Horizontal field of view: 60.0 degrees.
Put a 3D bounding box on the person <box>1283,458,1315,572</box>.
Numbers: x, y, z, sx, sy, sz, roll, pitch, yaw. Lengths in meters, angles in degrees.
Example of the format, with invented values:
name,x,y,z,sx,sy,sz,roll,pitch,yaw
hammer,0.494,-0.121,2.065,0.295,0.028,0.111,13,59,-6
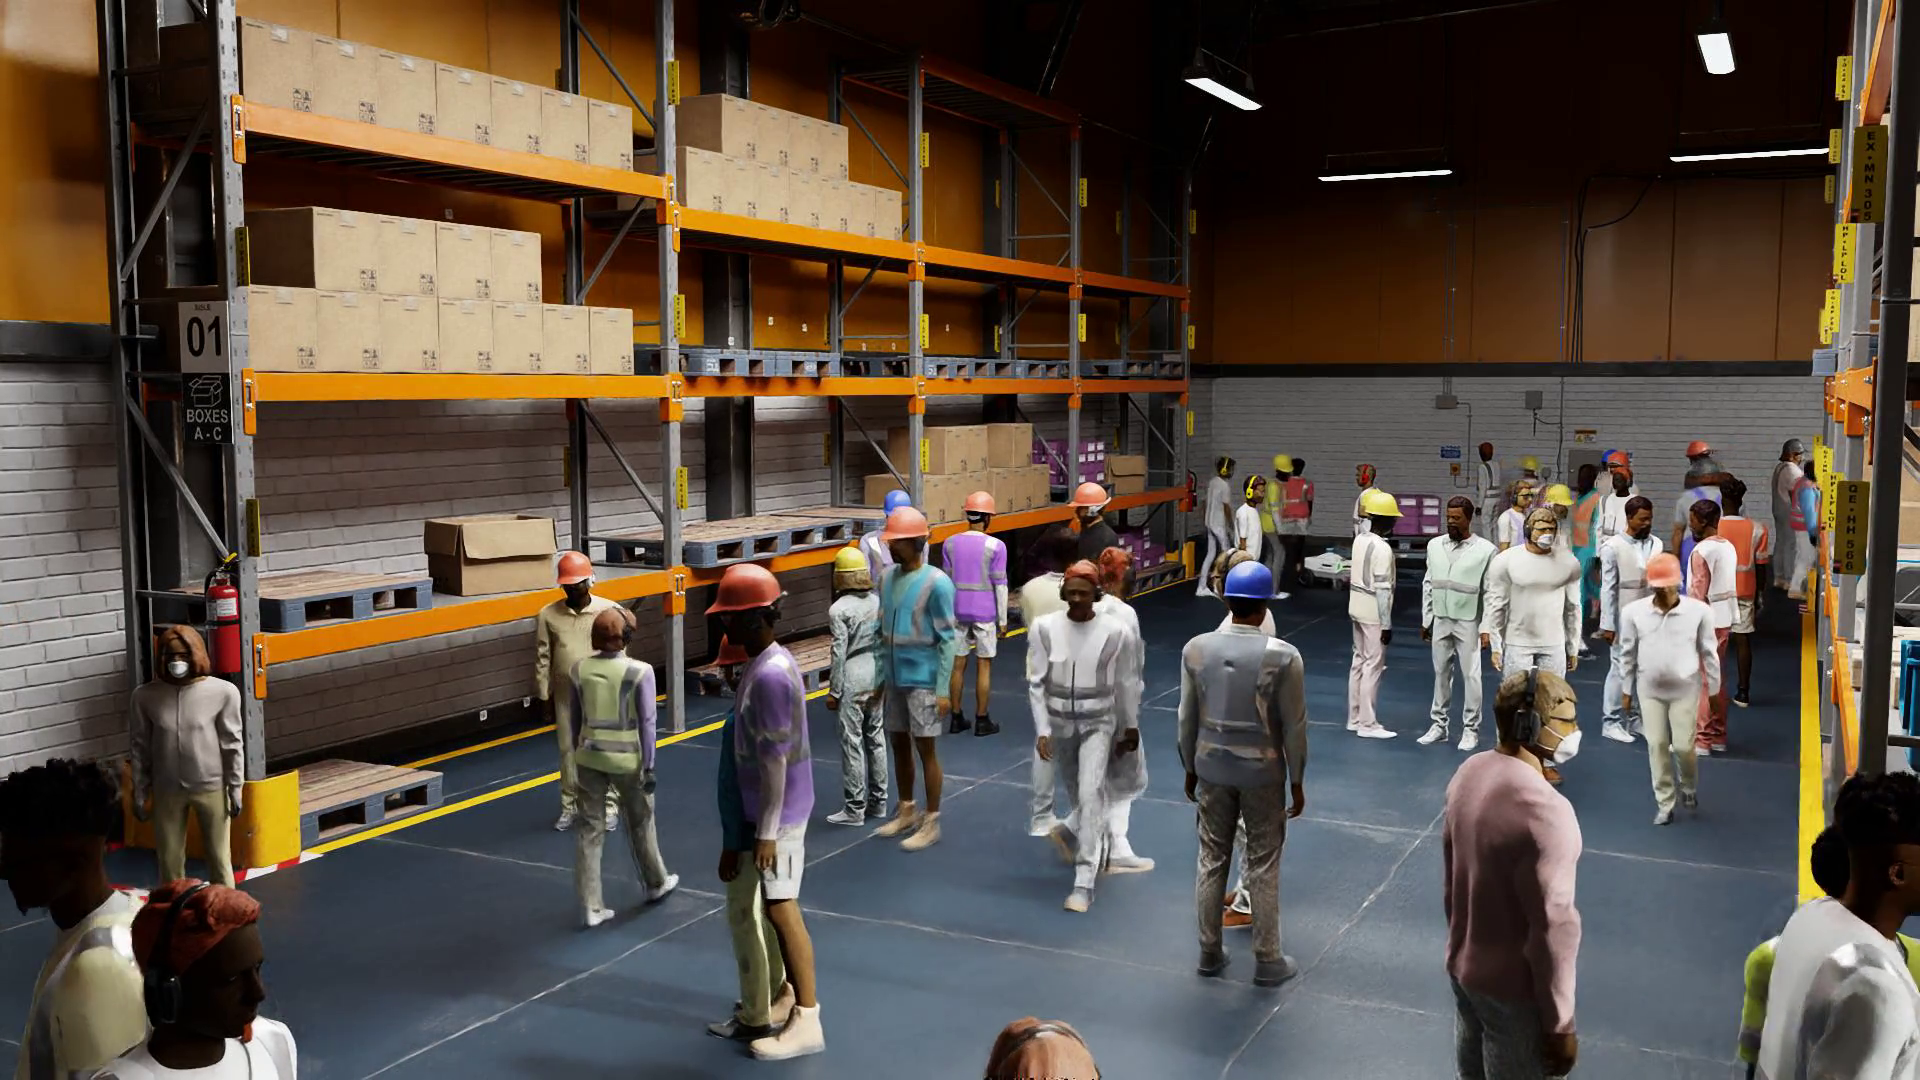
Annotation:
name,x,y,z,sx,sy,sz,roll,pitch,yaw
person,4.928,-0.359,24.435,0.536,1.688,0.421,2,6,21

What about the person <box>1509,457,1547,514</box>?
name,x,y,z,sx,sy,sz,roll,pitch,yaw
person,7.728,-0.233,22.566,0.919,1.783,0.612,-4,7,-38

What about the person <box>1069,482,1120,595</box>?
name,x,y,z,sx,sy,sz,roll,pitch,yaw
person,1.058,0.539,13.135,0.392,1.991,0.612,-2,6,-18

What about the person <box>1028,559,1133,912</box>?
name,x,y,z,sx,sy,sz,roll,pitch,yaw
person,0.676,1.001,9.077,0.552,1.836,1.028,2,6,20

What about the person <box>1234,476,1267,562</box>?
name,x,y,z,sx,sy,sz,roll,pitch,yaw
person,2.920,0.280,16.684,0.344,1.856,0.525,2,6,22

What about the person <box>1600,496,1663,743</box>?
name,x,y,z,sx,sy,sz,roll,pitch,yaw
person,5.192,0.605,12.893,0.603,1.904,0.386,-3,6,-27

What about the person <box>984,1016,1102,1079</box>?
name,x,y,z,sx,sy,sz,roll,pitch,yaw
person,0.150,1.666,2.958,0.522,1.628,0.352,-1,5,-11

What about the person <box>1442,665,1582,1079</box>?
name,x,y,z,sx,sy,sz,roll,pitch,yaw
person,1.634,1.330,4.923,0.379,1.937,0.629,-1,5,-7

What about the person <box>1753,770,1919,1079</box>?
name,x,y,z,sx,sy,sz,roll,pitch,yaw
person,2.006,1.453,3.755,1.013,1.918,0.604,1,5,10

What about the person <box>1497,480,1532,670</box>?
name,x,y,z,sx,sy,sz,roll,pitch,yaw
person,5.365,0.342,16.035,0.335,1.845,0.513,5,7,43

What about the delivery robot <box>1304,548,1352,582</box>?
name,x,y,z,sx,sy,sz,roll,pitch,yaw
delivery robot,4.959,0.351,22.307,0.477,0.478,0.707,-3,6,-31

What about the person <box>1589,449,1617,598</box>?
name,x,y,z,sx,sy,sz,roll,pitch,yaw
person,8.256,-0.185,21.225,0.416,1.939,0.604,-1,5,-11

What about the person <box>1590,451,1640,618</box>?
name,x,y,z,sx,sy,sz,roll,pitch,yaw
person,7.677,-0.048,19.509,0.618,1.986,0.408,5,7,43

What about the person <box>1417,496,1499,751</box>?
name,x,y,z,sx,sy,sz,roll,pitch,yaw
person,3.783,0.623,12.625,0.593,1.920,0.391,5,7,44

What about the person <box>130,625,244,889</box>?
name,x,y,z,sx,sy,sz,roll,pitch,yaw
person,-3.667,1.208,7.911,0.503,1.628,0.287,-1,5,-12

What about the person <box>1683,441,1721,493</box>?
name,x,y,z,sx,sy,sz,roll,pitch,yaw
person,9.779,-0.306,22.105,0.603,2.009,0.770,-4,6,-34

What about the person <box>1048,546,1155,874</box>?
name,x,y,z,sx,sy,sz,roll,pitch,yaw
person,0.805,0.964,9.259,0.561,1.862,0.583,-1,5,-15

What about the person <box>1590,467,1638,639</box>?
name,x,y,z,sx,sy,sz,roll,pitch,yaw
person,7.091,0.154,17.863,0.361,1.883,0.574,-4,7,-39

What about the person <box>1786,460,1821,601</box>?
name,x,y,z,sx,sy,sz,roll,pitch,yaw
person,10.860,-0.125,21.312,0.457,1.811,0.672,2,6,20

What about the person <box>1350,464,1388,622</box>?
name,x,y,z,sx,sy,sz,roll,pitch,yaw
person,4.736,0.042,19.249,0.397,1.847,0.564,3,6,28

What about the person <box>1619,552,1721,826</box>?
name,x,y,z,sx,sy,sz,roll,pitch,yaw
person,4.424,0.927,10.401,0.576,1.721,0.451,3,6,33

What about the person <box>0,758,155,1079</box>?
name,x,y,z,sx,sy,sz,roll,pitch,yaw
person,-1.853,1.433,3.762,0.695,1.940,0.621,-2,6,-24

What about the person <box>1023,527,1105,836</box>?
name,x,y,z,sx,sy,sz,roll,pitch,yaw
person,0.681,0.868,10.129,0.606,1.891,0.591,4,7,36

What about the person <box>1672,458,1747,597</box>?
name,x,y,z,sx,sy,sz,roll,pitch,yaw
person,7.693,0.147,17.099,0.703,2.000,0.540,2,6,19

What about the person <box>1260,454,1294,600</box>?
name,x,y,z,sx,sy,sz,roll,pitch,yaw
person,4.058,-0.167,21.274,0.457,1.889,0.619,1,5,15

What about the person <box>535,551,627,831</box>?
name,x,y,z,sx,sy,sz,roll,pitch,yaw
person,-2.335,0.933,10.253,0.570,1.740,0.361,0,5,0

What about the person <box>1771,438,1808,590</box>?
name,x,y,z,sx,sy,sz,roll,pitch,yaw
person,11.258,-0.350,22.444,0.537,2.000,0.682,0,5,5

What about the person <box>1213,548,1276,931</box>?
name,x,y,z,sx,sy,sz,roll,pitch,yaw
person,1.426,1.004,8.433,0.374,1.936,0.628,2,6,18

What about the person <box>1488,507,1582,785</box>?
name,x,y,z,sx,sy,sz,roll,pitch,yaw
person,3.948,0.732,11.432,0.635,1.932,0.363,0,5,2

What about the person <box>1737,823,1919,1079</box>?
name,x,y,z,sx,sy,sz,roll,pitch,yaw
person,2.188,1.523,4.106,0.536,1.700,0.318,0,5,0

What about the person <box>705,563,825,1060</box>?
name,x,y,z,sx,sy,sz,roll,pitch,yaw
person,-0.816,1.105,6.901,0.451,2.029,0.620,-1,5,-11

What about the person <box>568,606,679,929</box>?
name,x,y,z,sx,sy,sz,roll,pitch,yaw
person,-1.747,1.143,8.624,0.545,1.602,0.782,2,6,17

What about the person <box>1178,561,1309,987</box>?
name,x,y,z,sx,sy,sz,roll,pitch,yaw
person,1.315,1.067,7.699,0.616,1.942,0.408,3,6,31

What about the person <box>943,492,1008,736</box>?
name,x,y,z,sx,sy,sz,roll,pitch,yaw
person,0.134,0.581,13.075,0.550,1.923,0.391,2,6,25

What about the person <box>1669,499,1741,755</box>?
name,x,y,z,sx,sy,sz,roll,pitch,yaw
person,5.592,0.650,12.425,0.412,1.907,0.596,5,7,44

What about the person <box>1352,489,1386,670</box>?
name,x,y,z,sx,sy,sz,roll,pitch,yaw
person,4.000,0.379,16.179,0.297,1.745,0.484,0,5,5

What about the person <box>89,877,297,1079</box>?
name,x,y,z,sx,sy,sz,roll,pitch,yaw
person,-1.386,1.539,3.024,0.351,1.878,0.568,2,6,17

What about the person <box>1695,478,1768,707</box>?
name,x,y,z,sx,sy,sz,roll,pitch,yaw
person,6.561,0.452,14.207,0.613,1.964,0.361,1,5,5

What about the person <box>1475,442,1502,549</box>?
name,x,y,z,sx,sy,sz,roll,pitch,yaw
person,8.079,-0.555,25.473,0.576,1.886,0.362,-5,7,-44

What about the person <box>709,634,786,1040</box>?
name,x,y,z,sx,sy,sz,roll,pitch,yaw
person,-0.894,1.225,7.106,0.354,1.737,0.575,1,6,16

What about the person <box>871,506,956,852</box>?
name,x,y,z,sx,sy,sz,roll,pitch,yaw
person,-0.308,0.816,9.890,0.390,2.042,0.617,-5,7,-44

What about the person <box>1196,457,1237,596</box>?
name,x,y,z,sx,sy,sz,roll,pitch,yaw
person,3.347,-0.158,21.547,0.413,1.839,0.537,-2,6,-21

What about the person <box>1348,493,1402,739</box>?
name,x,y,z,sx,sy,sz,roll,pitch,yaw
person,3.248,0.588,13.020,0.393,1.922,0.588,-1,5,-7

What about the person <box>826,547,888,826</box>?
name,x,y,z,sx,sy,sz,roll,pitch,yaw
person,-0.670,0.913,10.458,0.323,1.738,0.493,4,7,36

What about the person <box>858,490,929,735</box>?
name,x,y,z,sx,sy,sz,roll,pitch,yaw
person,-0.514,0.574,13.050,0.602,1.938,0.401,-2,6,-21
